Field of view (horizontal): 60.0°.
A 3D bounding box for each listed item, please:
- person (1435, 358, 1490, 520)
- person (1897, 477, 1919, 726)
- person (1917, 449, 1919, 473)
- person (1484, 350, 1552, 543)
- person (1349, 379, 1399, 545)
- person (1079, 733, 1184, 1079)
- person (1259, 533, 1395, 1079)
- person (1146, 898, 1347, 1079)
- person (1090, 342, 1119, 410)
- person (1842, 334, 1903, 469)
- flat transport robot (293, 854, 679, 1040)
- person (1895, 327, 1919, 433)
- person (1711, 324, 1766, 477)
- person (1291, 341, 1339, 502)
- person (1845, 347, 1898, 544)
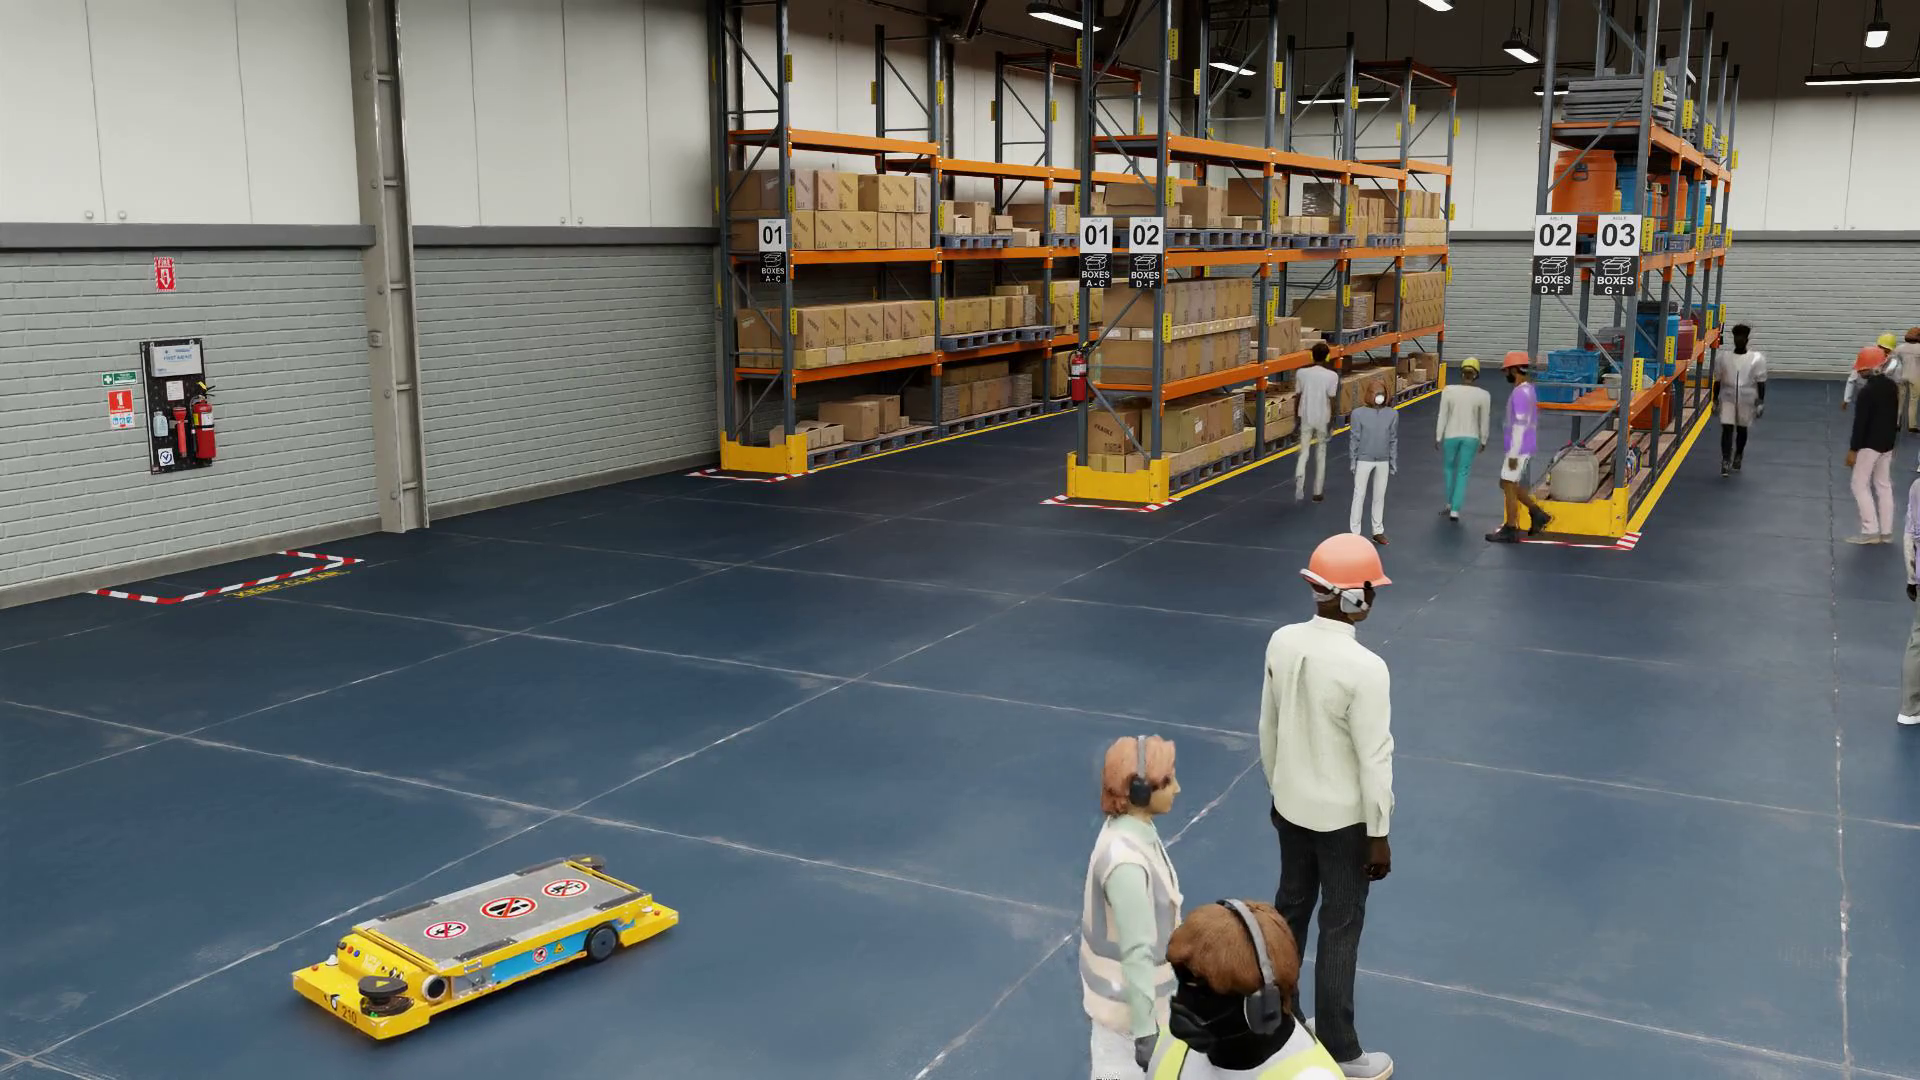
[{"bbox_3d":[5.435,-1.102,17.958,0.534,1.715,0.897,5,11,23],"label":"person"},{"bbox_3d":[6.012,0.236,10.107,0.366,1.926,0.594,-3,11,-15],"label":"person"},{"bbox_3d":[12.546,-1.724,21.241,0.525,1.769,0.308,3,11,18],"label":"person"},{"bbox_3d":[5.524,-0.907,16.385,0.516,1.914,0.566,5,12,26],"label":"person"},{"bbox_3d":[4.058,-0.761,16.340,0.498,1.636,0.286,-2,11,-9],"label":"person"},{"bbox_3d":[0.442,1.351,4.889,0.707,1.611,0.517,2,11,11],"label":"person"},{"bbox_3d":[1.334,0.958,5.987,0.387,1.992,0.626,-6,12,-28],"label":"person"},{"bbox_3d":[0.519,1.555,3.180,0.429,1.835,0.630,-3,11,-17],"label":"person"},{"bbox_3d":[2.062,-2.086,23.601,0.348,1.620,0.529,-9,14,-42],"label":"person"},{"bbox_3d":[11.980,-1.826,21.798,0.913,1.769,0.607,-9,14,-40],"label":"person"},{"bbox_3d":[-1.942,1.648,6.931,0.652,0.197,1.431,9,14,41],"label":"flat transport robot"},{"bbox_3d":[14.657,-2.467,25.646,0.287,1.635,0.500,-7,12,-34],"label":"person"},{"bbox_3d":[9.920,-1.792,21.201,0.617,1.922,0.983,5,12,26],"label":"person"},{"bbox_3d":[3.993,-1.323,18.818,0.534,1.850,0.605,4,11,22],"label":"person"},{"bbox_3d":[9.030,-0.927,16.398,0.759,1.958,0.365,-7,13,-34],"label":"person"}]
